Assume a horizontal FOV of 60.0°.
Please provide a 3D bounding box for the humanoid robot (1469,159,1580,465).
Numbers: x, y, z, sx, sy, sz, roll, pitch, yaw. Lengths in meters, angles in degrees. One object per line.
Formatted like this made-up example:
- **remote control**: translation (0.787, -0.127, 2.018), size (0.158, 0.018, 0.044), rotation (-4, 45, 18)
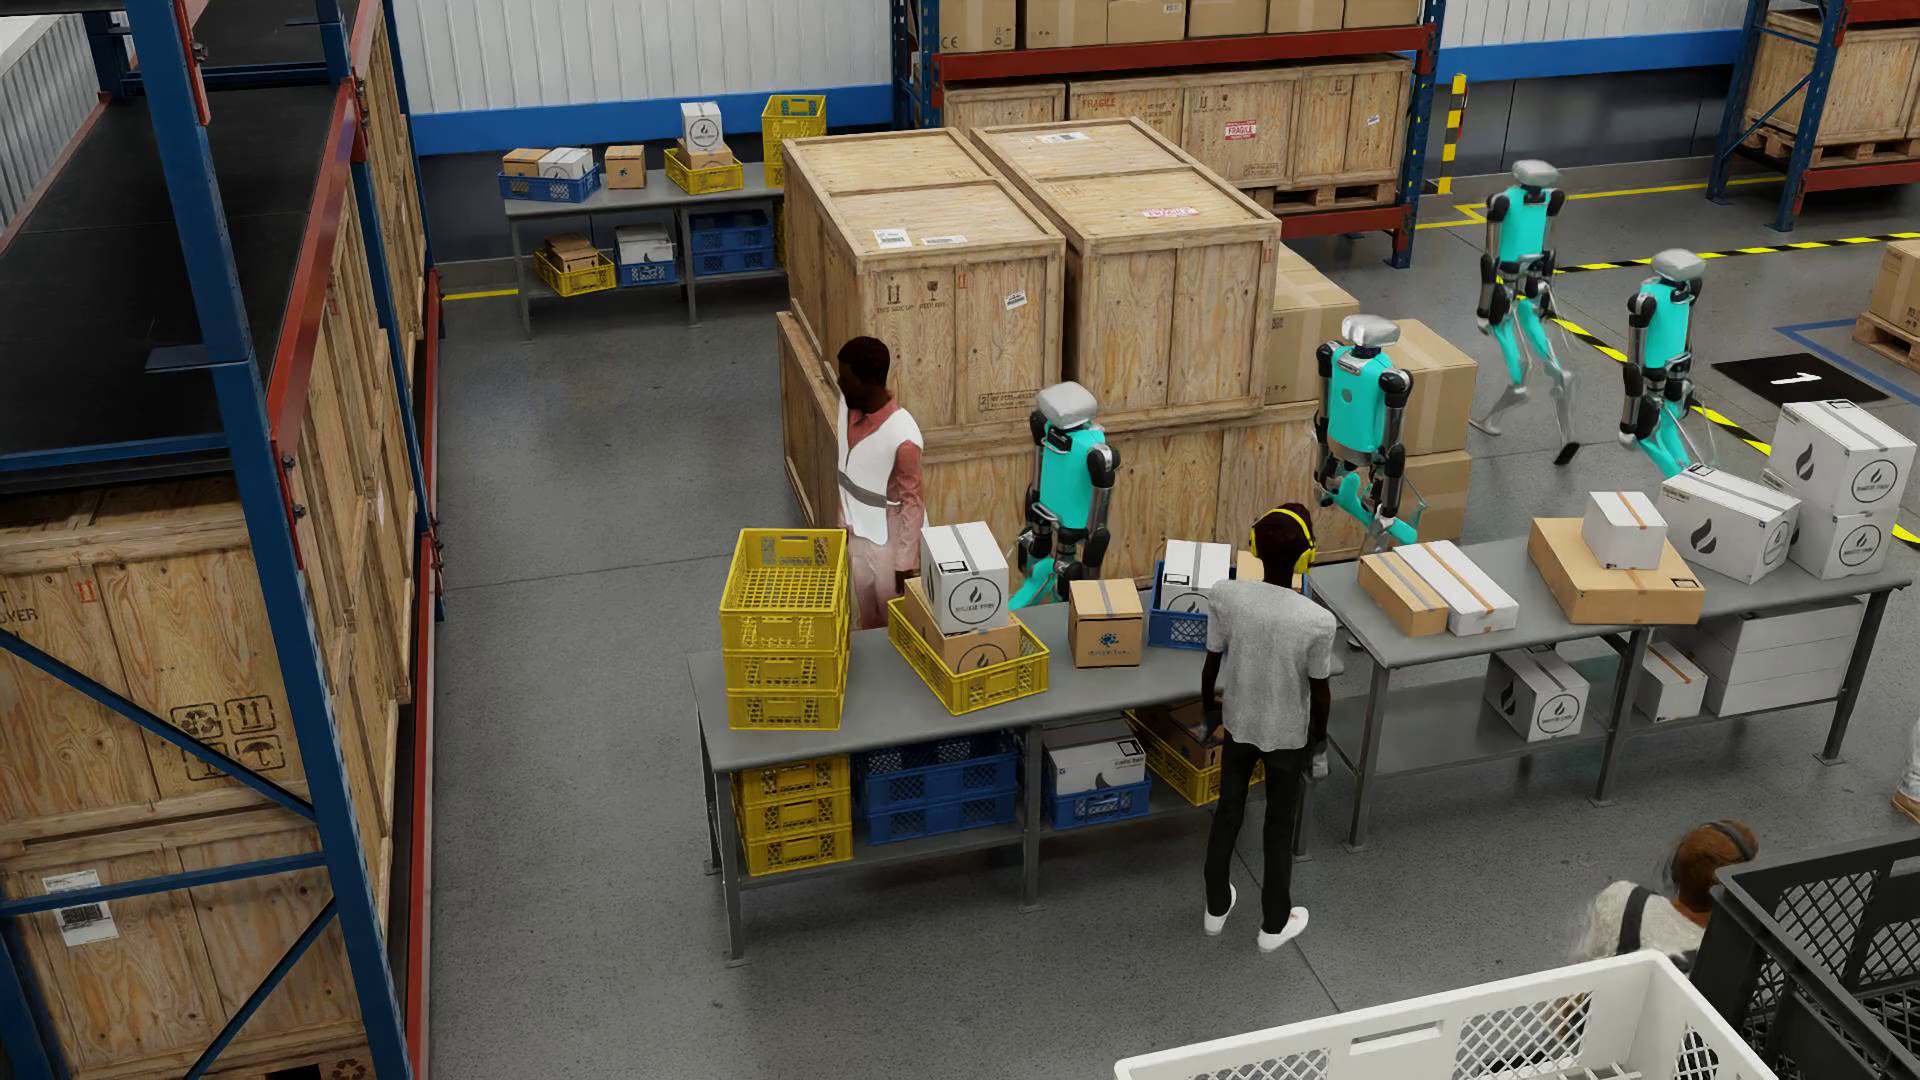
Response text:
- **humanoid robot**: translation (3.528, -1.321, 10.006), size (0.554, 1.776, 0.960), rotation (-12, 31, -21)

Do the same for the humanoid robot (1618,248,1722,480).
- **humanoid robot**: translation (3.860, -0.564, 8.647), size (0.552, 1.780, 0.938), rotation (-21, 35, -33)

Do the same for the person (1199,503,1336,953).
- **person**: translation (1.131, 0.709, 6.169), size (0.515, 1.873, 0.329), rotation (17, 33, 27)

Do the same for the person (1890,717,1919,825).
- **person**: translation (4.285, 0.364, 6.841), size (0.629, 1.835, 0.429), rotation (-16, 33, -27)

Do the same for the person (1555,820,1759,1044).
- **person**: translation (1.810, 1.585, 4.660), size (0.865, 1.798, 0.513), rotation (-18, 34, -30)

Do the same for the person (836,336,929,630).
- **person**: translation (-0.358, -0.024, 7.457), size (0.397, 1.915, 0.587), rotation (-17, 33, -27)

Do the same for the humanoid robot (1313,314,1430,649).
- **humanoid robot**: translation (2.050, -0.301, 8.096), size (0.689, 1.750, 0.530), rotation (-18, 34, -30)

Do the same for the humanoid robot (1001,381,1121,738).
- **humanoid robot**: translation (0.287, 0.187, 7.188), size (0.672, 1.751, 0.549), rotation (-17, 33, -28)
